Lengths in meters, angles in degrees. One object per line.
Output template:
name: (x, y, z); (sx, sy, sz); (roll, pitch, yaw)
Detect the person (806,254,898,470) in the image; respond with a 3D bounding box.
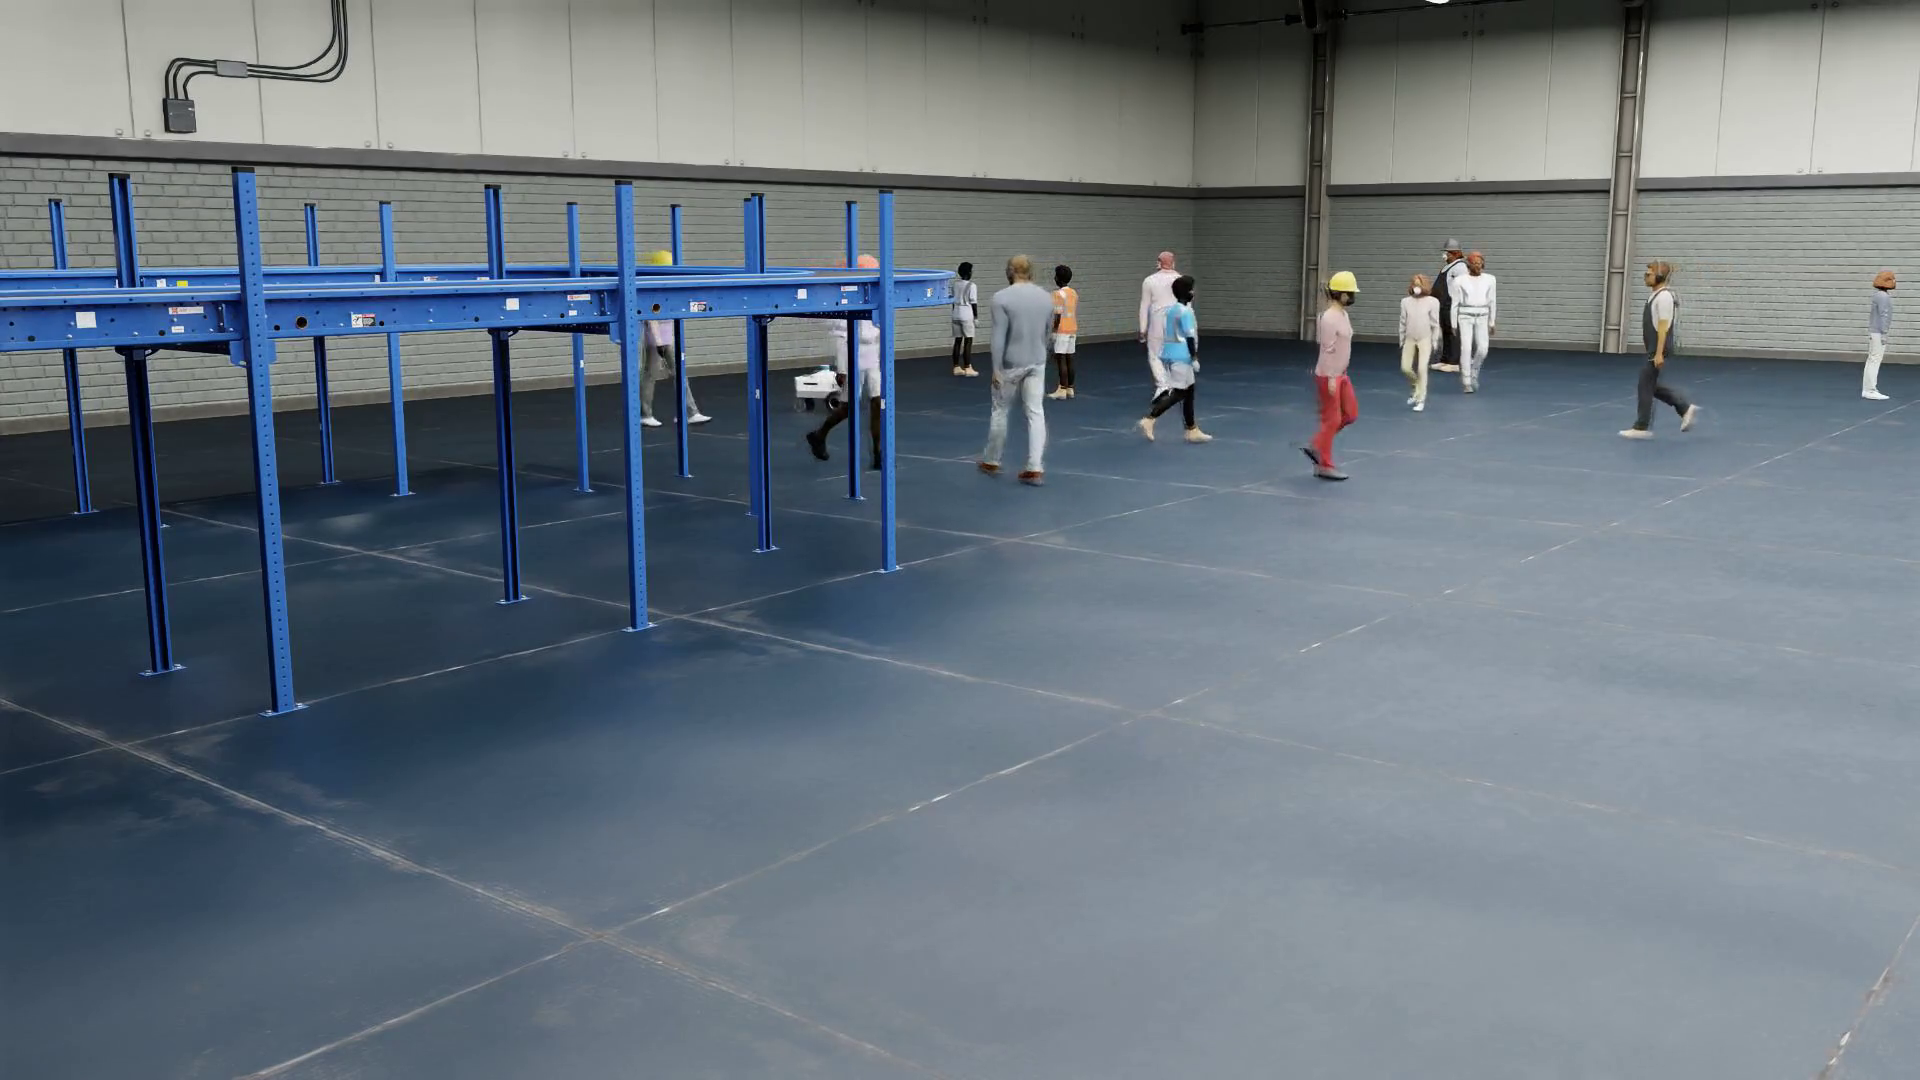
person: (-0.947, -1.578, 14.762); (0.835, 1.902, 0.588); (8, 13, 37)

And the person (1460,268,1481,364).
person: (8.373, -3.711, 27.319); (0.397, 1.617, 0.523); (5, 12, 27)

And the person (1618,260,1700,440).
person: (7.180, -1.938, 16.965); (0.701, 1.828, 0.518); (3, 11, 14)

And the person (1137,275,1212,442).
person: (2.142, -1.792, 16.523); (0.760, 1.675, 0.530); (-1, 10, -6)

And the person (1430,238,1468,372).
person: (7.564, -3.621, 25.782); (0.537, 2.000, 0.675); (0, 10, 0)

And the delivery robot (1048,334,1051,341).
delivery robot: (1.371, -3.550, 28.525); (0.335, 0.223, 0.698); (-6, 12, -30)

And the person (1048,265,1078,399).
person: (1.313, -2.651, 21.240); (0.316, 1.696, 0.540); (5, 12, 28)

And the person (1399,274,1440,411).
person: (5.476, -2.359, 19.843); (0.506, 1.622, 0.403); (7, 12, 34)

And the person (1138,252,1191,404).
person: (2.562, -2.614, 20.580); (0.667, 1.874, 0.691); (-2, 10, -12)

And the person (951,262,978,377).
person: (0.070, -3.292, 24.814); (0.321, 1.692, 0.531); (-9, 13, -40)

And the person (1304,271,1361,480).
person: (3.177, -1.387, 14.062); (0.399, 1.751, 0.548); (6, 12, 28)

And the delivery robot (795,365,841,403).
delivery robot: (-1.595, -1.832, 19.725); (0.707, 0.478, 0.477); (4, 11, 20)

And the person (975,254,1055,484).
person: (0.472, -1.449, 14.031); (0.644, 1.892, 0.977); (-5, 11, -26)

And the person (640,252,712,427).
person: (-3.129, -2.147, 17.937); (0.941, 1.883, 0.606); (5, 12, 27)

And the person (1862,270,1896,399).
person: (11.778, -2.630, 21.288); (0.274, 1.636, 0.507); (3, 11, 17)

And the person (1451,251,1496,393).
person: (6.798, -2.881, 22.034); (0.599, 1.866, 0.418); (0, 10, 3)
